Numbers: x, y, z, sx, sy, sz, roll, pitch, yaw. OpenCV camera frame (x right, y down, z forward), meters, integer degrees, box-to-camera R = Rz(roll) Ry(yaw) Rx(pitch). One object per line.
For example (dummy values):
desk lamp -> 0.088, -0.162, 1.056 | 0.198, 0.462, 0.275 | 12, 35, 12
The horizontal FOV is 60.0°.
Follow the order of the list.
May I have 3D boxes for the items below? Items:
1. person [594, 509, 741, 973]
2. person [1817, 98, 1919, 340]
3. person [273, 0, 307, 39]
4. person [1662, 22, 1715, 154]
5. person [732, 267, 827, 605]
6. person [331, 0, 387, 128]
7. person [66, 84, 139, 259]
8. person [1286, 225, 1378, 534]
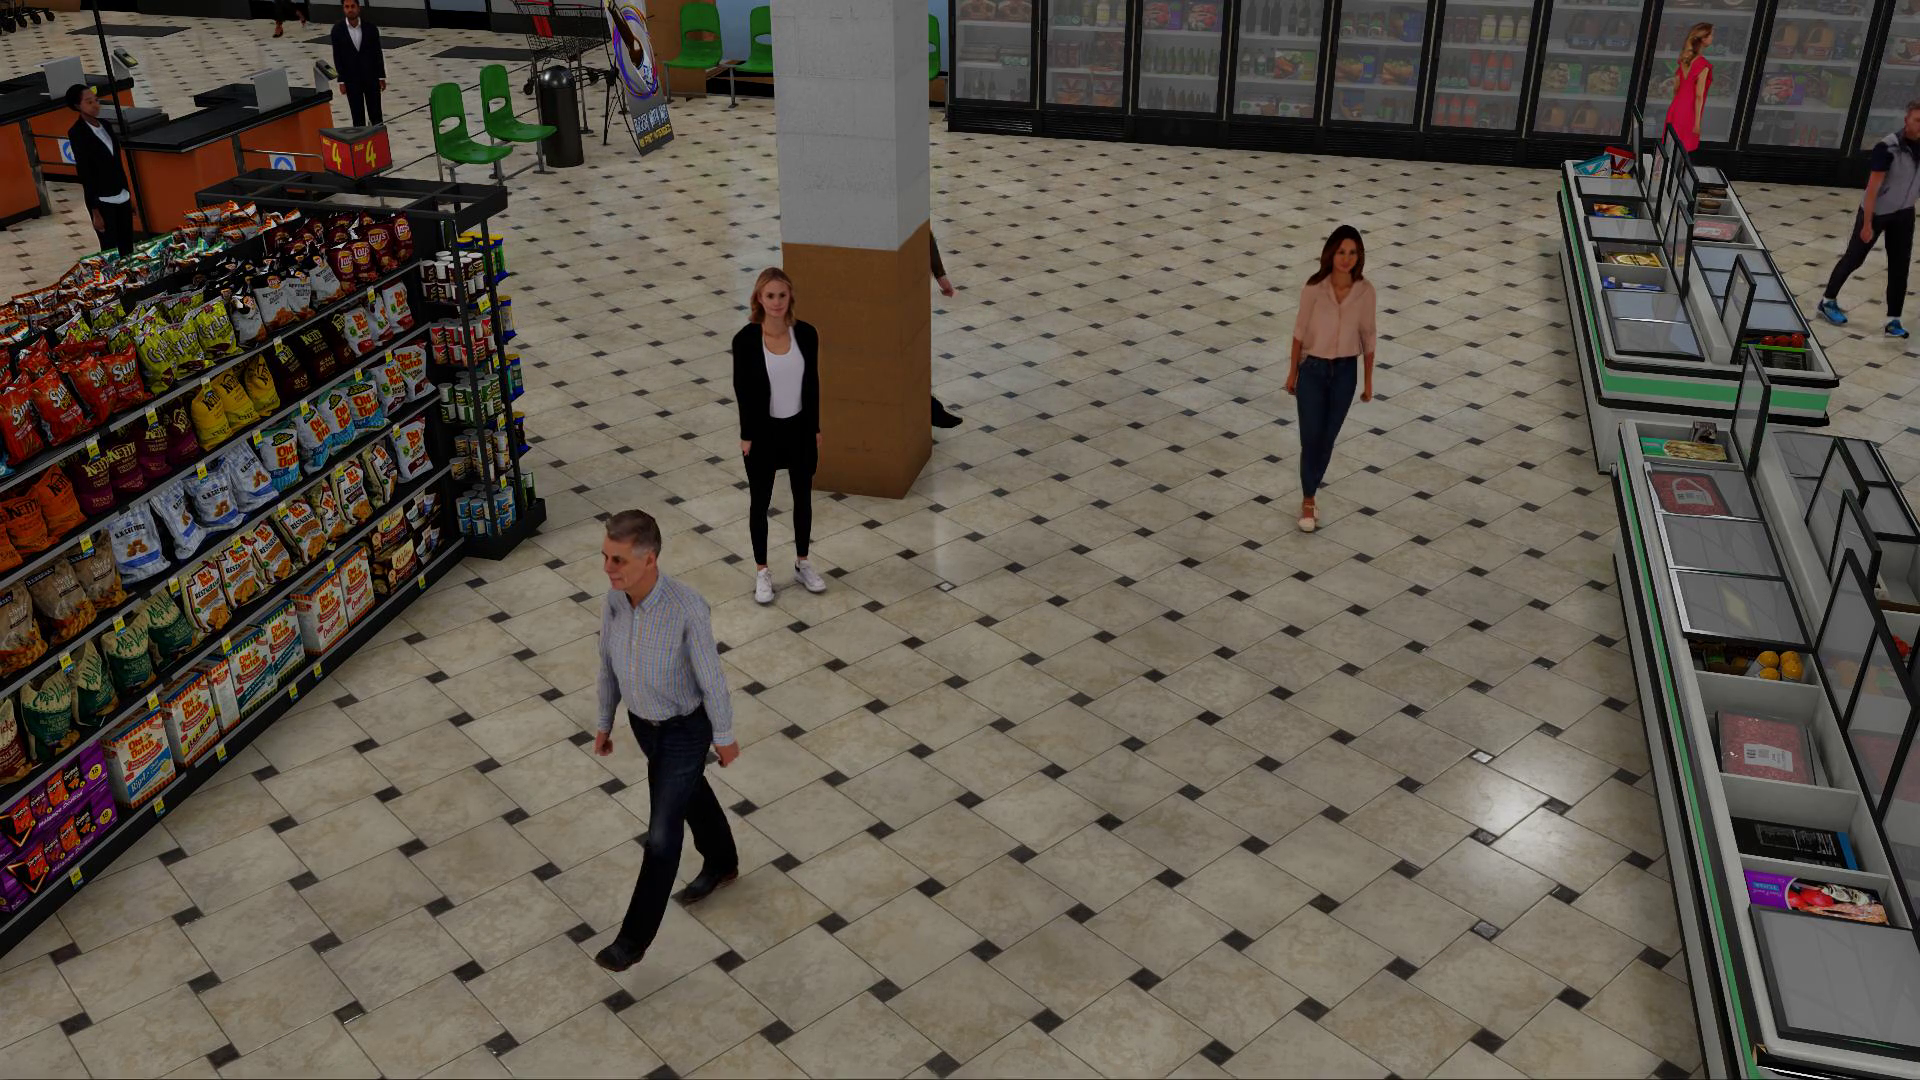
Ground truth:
person -> -1.040, 0.667, 6.312 | 0.928, 1.781, 1.193 | 17, 32, 31
person -> 6.845, -2.425, 12.414 | 1.004, 1.777, 1.227 | -7, 28, -13
person -> -9.608, -7.980, 23.515 | 0.694, 1.642, 1.108 | 5, 27, 9
person -> 6.699, -3.916, 15.408 | 0.709, 1.728, 0.596 | -3, 27, -7
person -> -0.941, -0.545, 8.678 | 0.688, 1.802, 0.725 | -11, 29, -21
person -> -6.060, -4.648, 16.852 | 0.708, 1.727, 0.738 | -11, 29, -20
person -> -6.386, -2.495, 12.487 | 0.677, 1.834, 0.463 | 5, 27, 10
person -> 2.092, -0.957, 9.518 | 0.704, 1.777, 0.774 | 1, 27, 2
